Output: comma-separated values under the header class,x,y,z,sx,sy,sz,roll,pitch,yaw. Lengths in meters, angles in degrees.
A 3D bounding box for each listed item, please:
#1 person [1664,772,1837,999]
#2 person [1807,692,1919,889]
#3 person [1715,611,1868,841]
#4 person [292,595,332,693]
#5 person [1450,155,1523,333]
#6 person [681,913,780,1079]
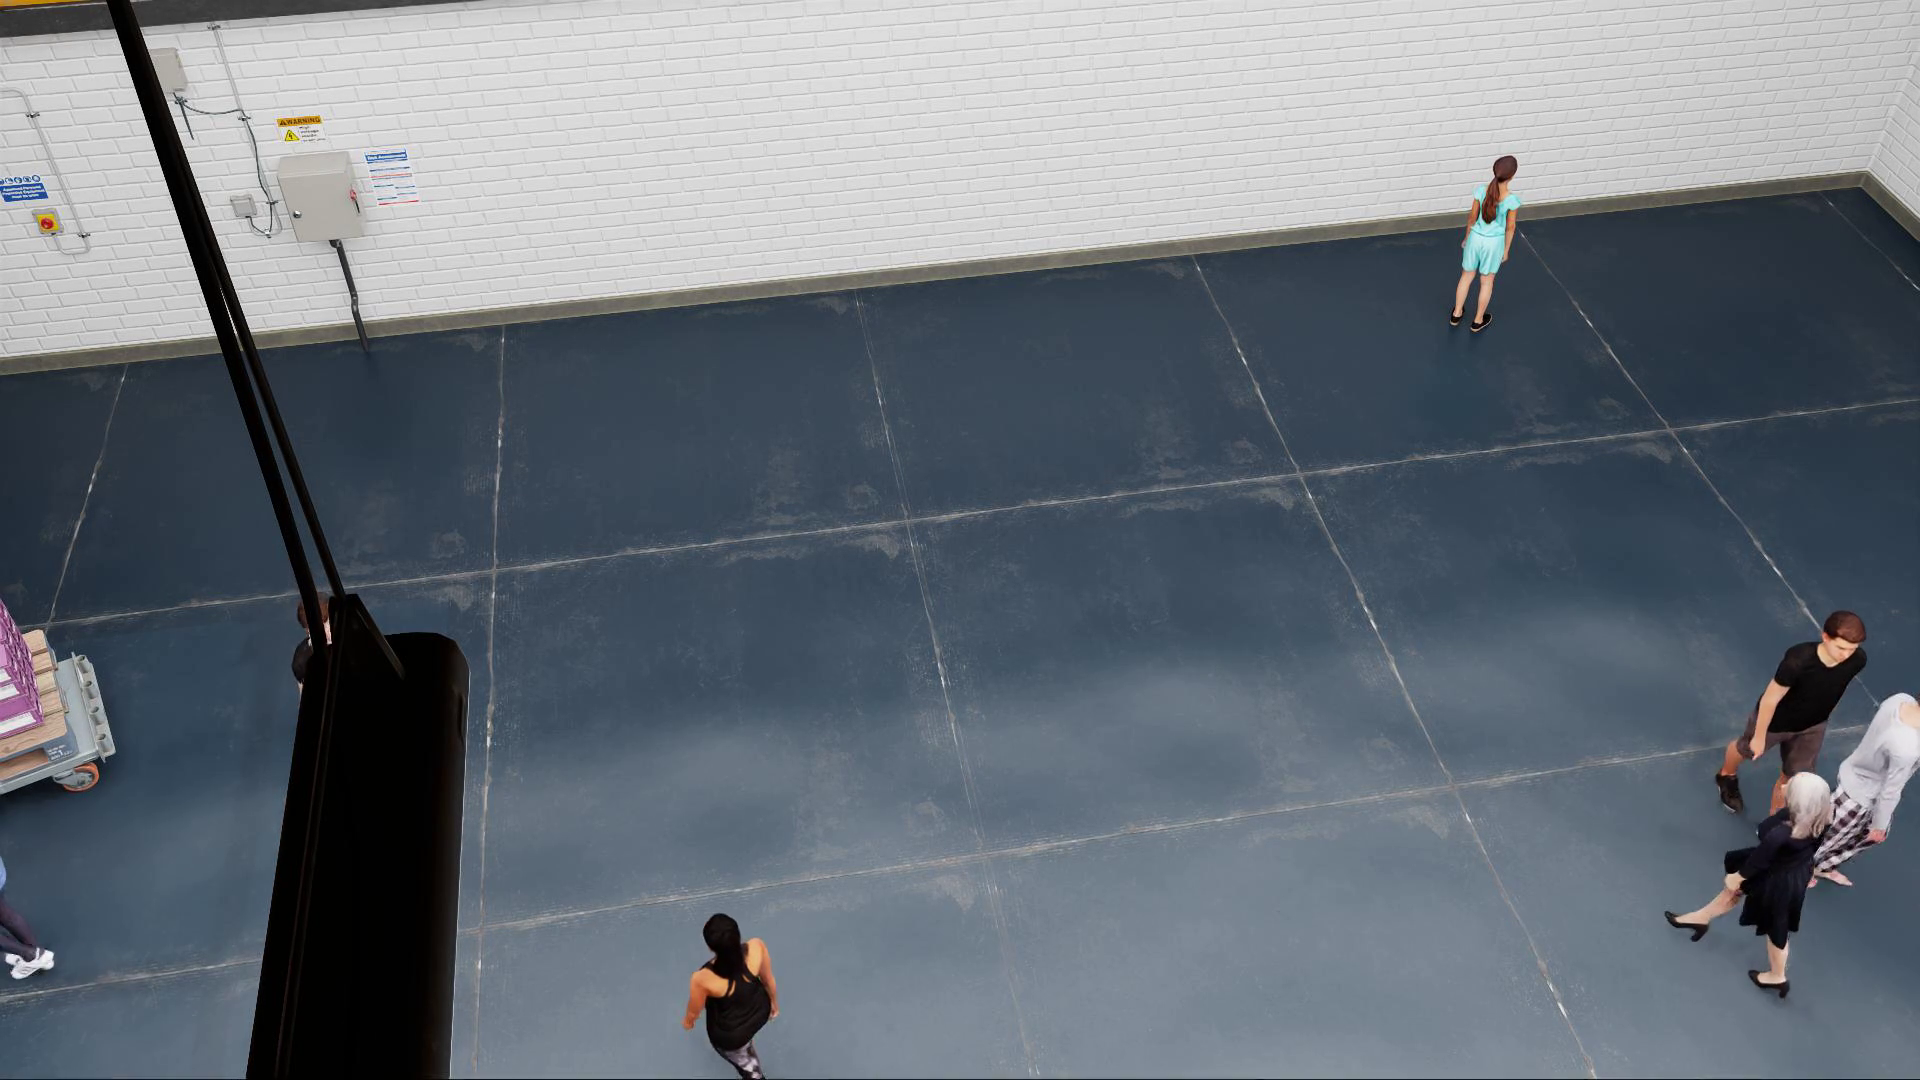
class,x,y,z,sx,sy,sz,roll,pitch,yaw
person,4.388,1.852,8.831,0.905,1.704,1.073,-23,48,-22
person,4.940,1.360,9.259,0.910,1.825,0.843,16,46,16
person,4.806,0.960,9.678,0.764,1.827,1.035,-3,44,-3
person,-3.522,0.948,9.672,1.290,1.852,1.130,34,53,30
person,4.240,-2.401,13.401,0.634,1.558,0.690,24,49,23
person,-1.058,2.432,8.270,0.914,1.639,1.072,-33,53,-30
